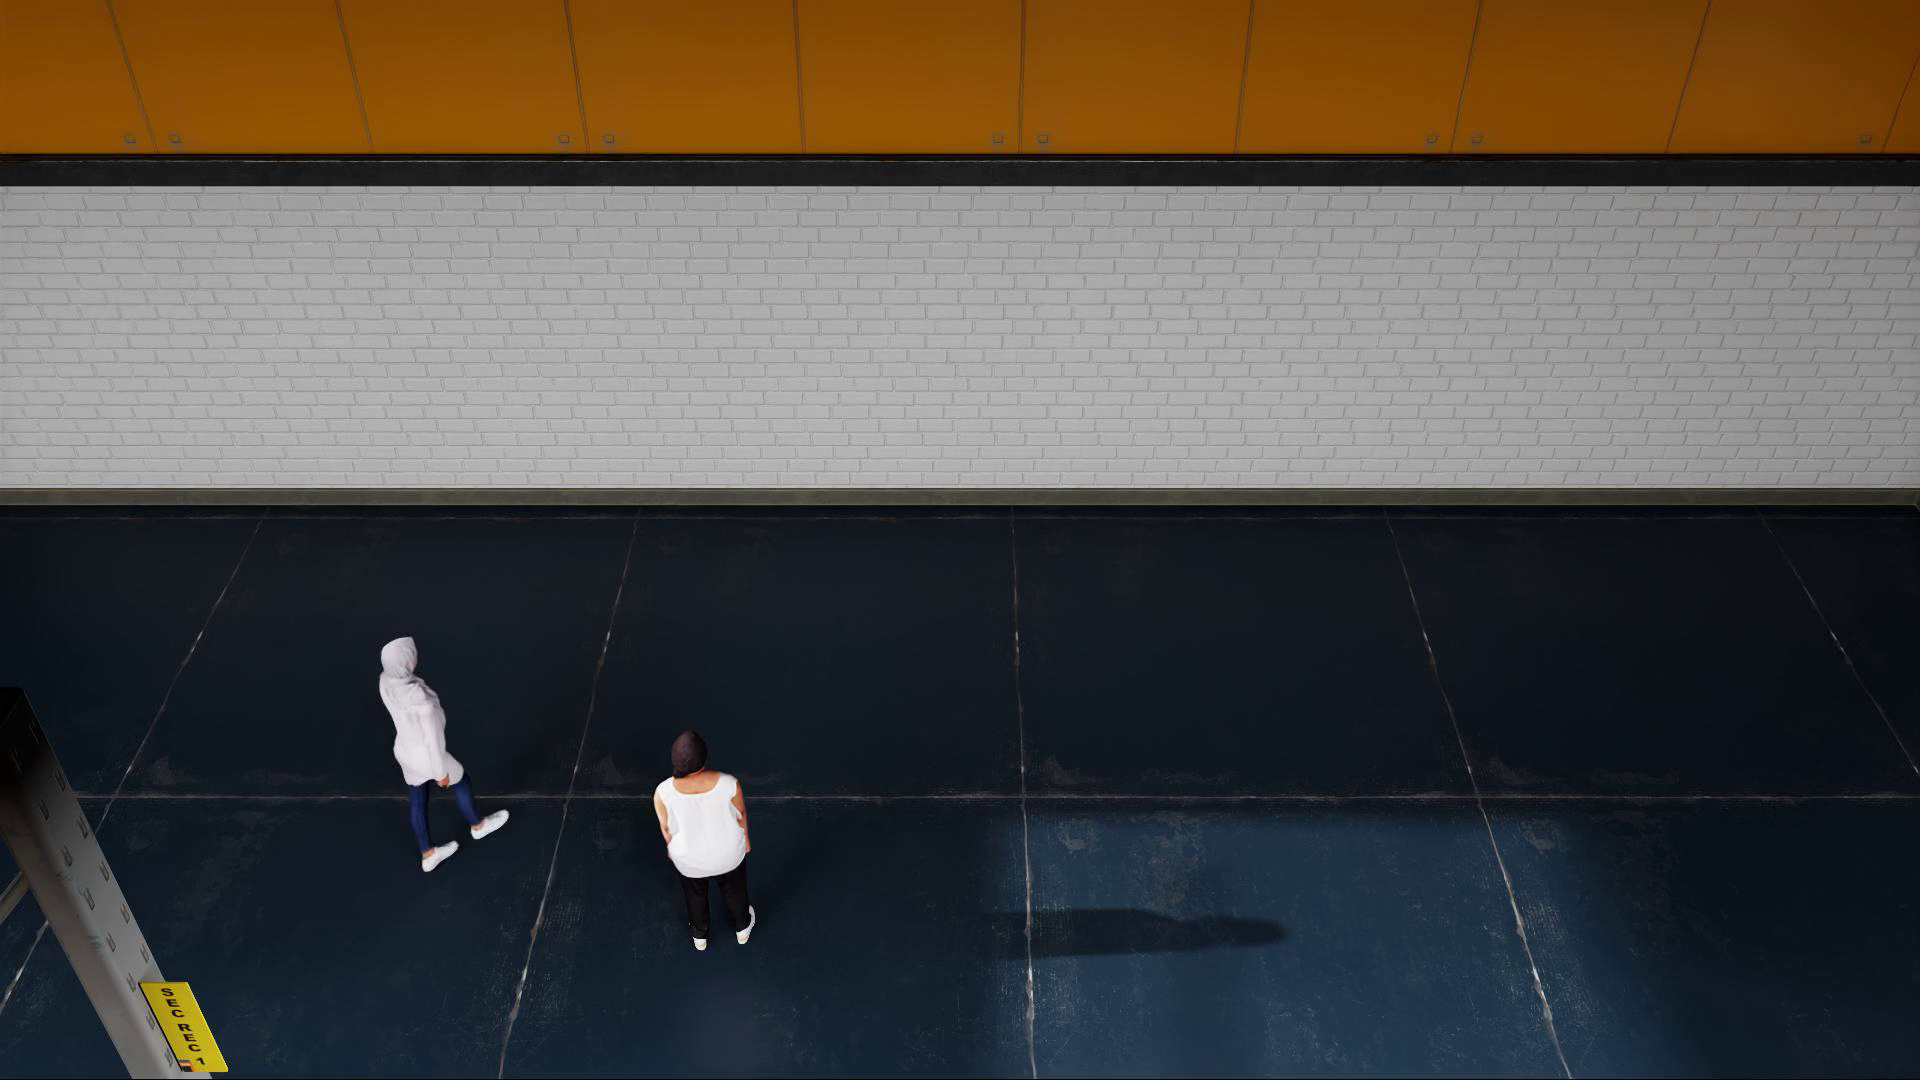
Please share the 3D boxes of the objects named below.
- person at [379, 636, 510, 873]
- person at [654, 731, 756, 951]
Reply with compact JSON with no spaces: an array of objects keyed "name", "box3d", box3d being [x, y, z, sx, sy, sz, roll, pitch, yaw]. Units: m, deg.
[{"name":"person","box3d":[-3.294,1.342,9.995,0.907,1.758,0.991,26,45,29]},{"name":"person","box3d":[-1.462,1.723,9.574,0.677,1.687,0.635,-4,39,-5]}]
